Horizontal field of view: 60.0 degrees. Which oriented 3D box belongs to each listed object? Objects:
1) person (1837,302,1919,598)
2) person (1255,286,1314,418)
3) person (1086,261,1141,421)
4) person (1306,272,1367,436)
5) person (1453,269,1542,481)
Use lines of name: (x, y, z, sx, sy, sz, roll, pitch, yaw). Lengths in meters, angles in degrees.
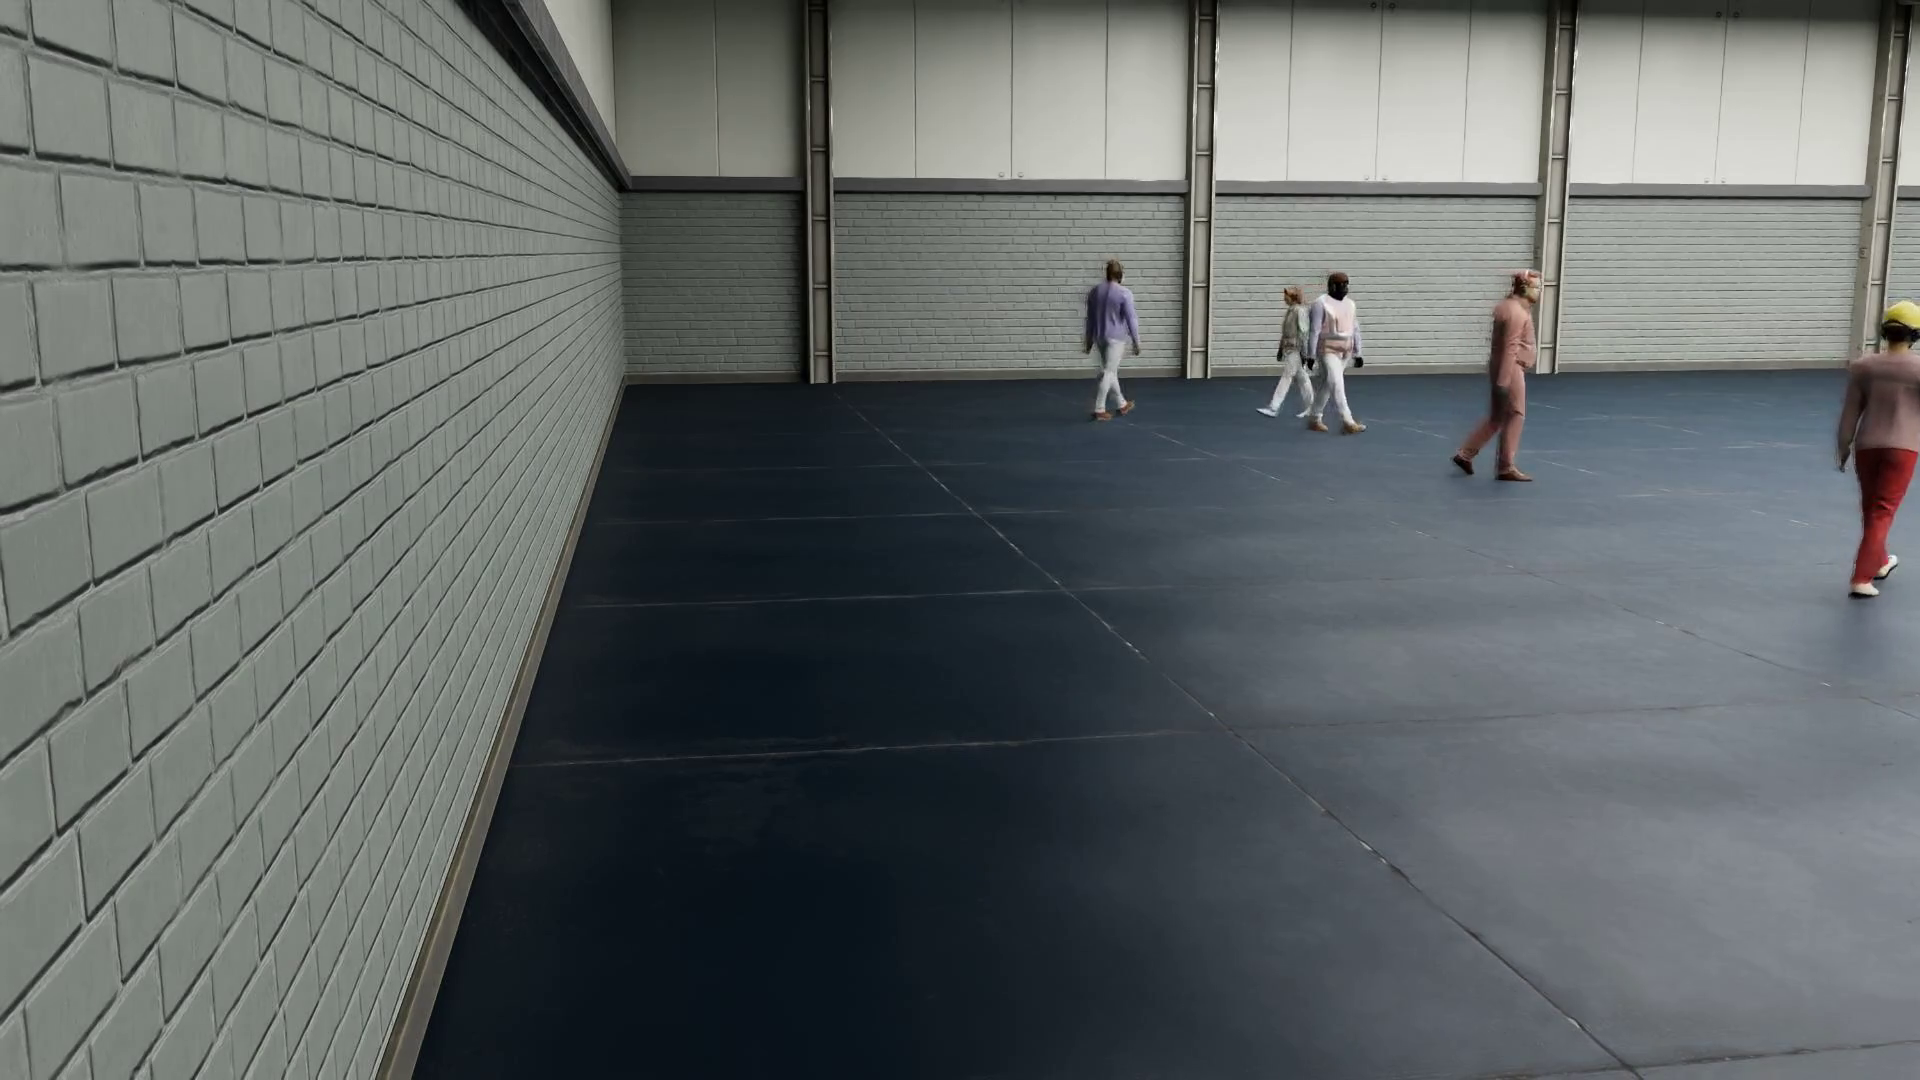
person: (5.526, -0.537, 9.848, 0.887, 1.721, 0.537, -7, 12, -37)
person: (3.989, -2.269, 20.177, 0.842, 1.592, 0.546, -1, 10, -4)
person: (1.910, -2.395, 20.037, 0.960, 1.895, 0.663, -9, 13, -43)
person: (4.188, -2.064, 18.447, 0.649, 1.791, 0.953, -7, 12, -35)
person: (4.750, -1.450, 14.693, 0.648, 1.875, 0.664, 2, 10, 12)
